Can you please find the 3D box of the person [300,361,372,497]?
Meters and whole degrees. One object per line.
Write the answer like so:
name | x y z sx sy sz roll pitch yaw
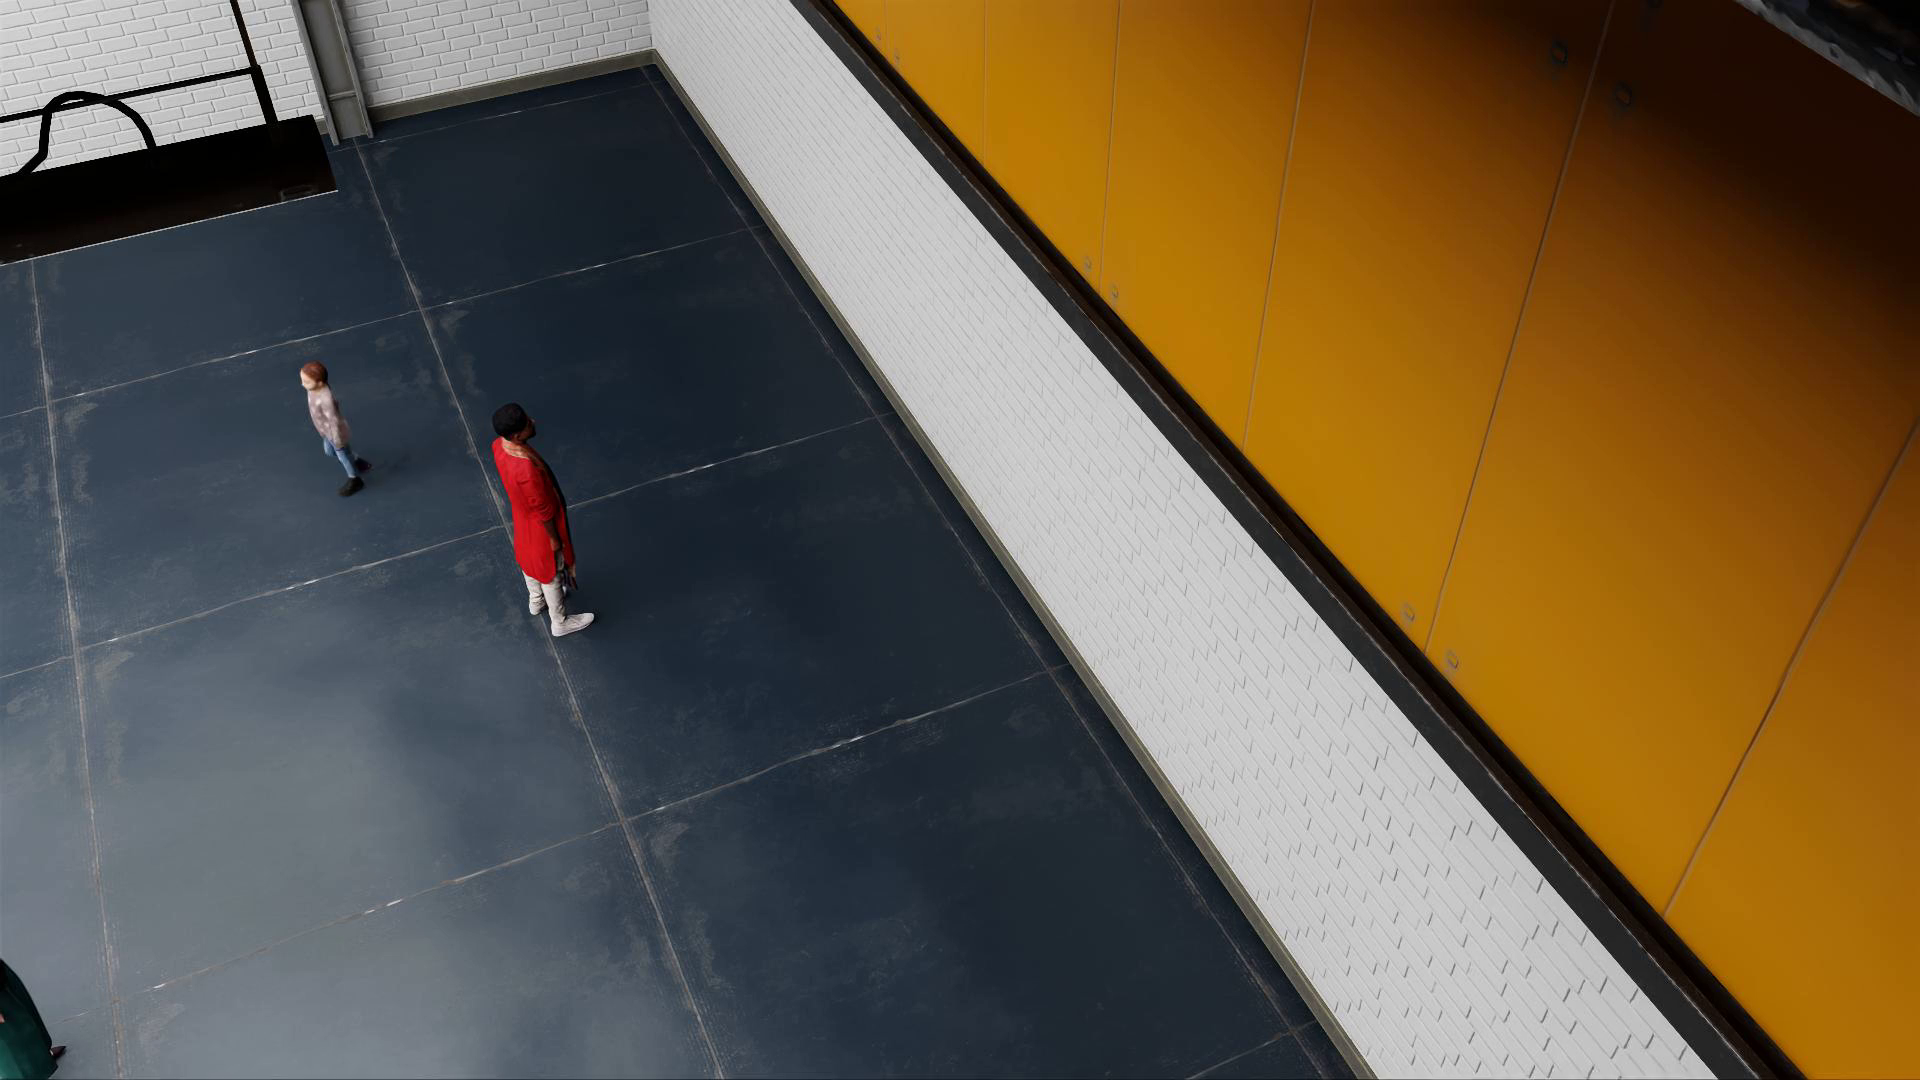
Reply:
person | -4.587 -0.850 12.289 0.577 1.187 0.538 -26 49 -25

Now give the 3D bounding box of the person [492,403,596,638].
person | -2.836 -0.142 11.041 0.682 1.883 0.740 -30 51 -27
